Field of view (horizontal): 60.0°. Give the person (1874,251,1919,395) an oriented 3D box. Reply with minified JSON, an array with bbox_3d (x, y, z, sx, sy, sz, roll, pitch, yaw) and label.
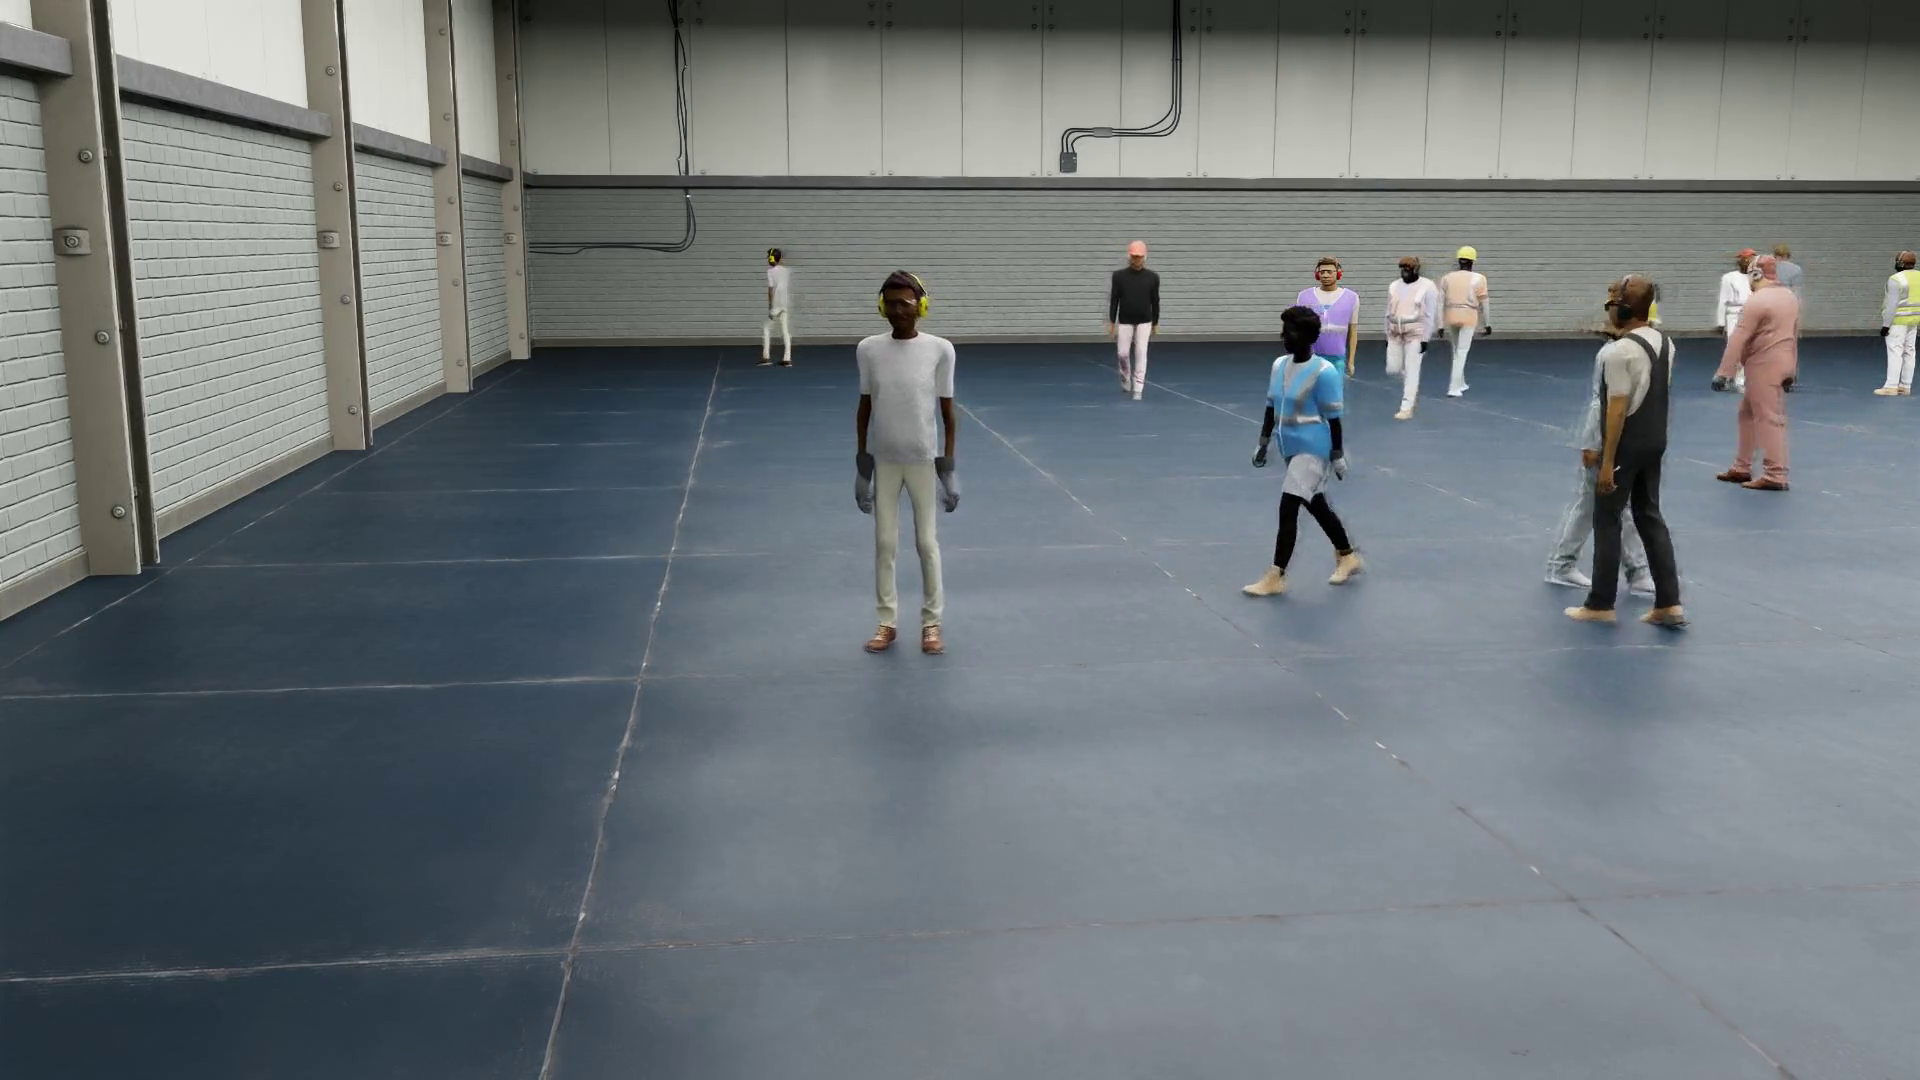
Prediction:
[{"bbox_3d":[12.048,-2.773,21.320,0.620,1.845,0.430,-4,11,-23],"label":"person"}]

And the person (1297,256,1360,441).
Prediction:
[{"bbox_3d":[3.342,-1.661,15.210,0.565,1.846,0.390,3,11,16],"label":"person"}]

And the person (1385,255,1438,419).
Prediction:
[{"bbox_3d":[5.047,-2.270,18.634,0.628,1.826,0.554,10,14,43],"label":"person"}]

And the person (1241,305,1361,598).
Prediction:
[{"bbox_3d":[2.007,-0.519,9.496,0.870,1.649,0.506,-4,11,-21],"label":"person"}]

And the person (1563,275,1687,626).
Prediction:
[{"bbox_3d":[3.511,-0.430,8.595,0.529,1.839,0.699,-7,12,-32],"label":"person"}]

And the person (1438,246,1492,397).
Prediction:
[{"bbox_3d":[6.453,-2.777,21.200,0.594,1.889,0.886,9,14,41],"label":"person"}]

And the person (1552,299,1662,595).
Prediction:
[{"bbox_3d":[3.794,-0.540,9.432,0.823,1.697,0.501,7,12,33],"label":"person"}]

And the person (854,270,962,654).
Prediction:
[{"bbox_3d":[-0.257,-0.373,8.099,0.541,1.869,0.328,2,11,11],"label":"person"}]

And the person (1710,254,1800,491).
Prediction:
[{"bbox_3d":[6.409,-1.354,13.440,0.677,1.869,0.753,-9,14,-40],"label":"person"}]

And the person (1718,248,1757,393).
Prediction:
[{"bbox_3d":[10.150,-2.826,21.534,0.582,1.874,0.409,0,10,1],"label":"person"}]

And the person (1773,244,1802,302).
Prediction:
[{"bbox_3d":[12.666,-3.615,25.775,0.651,1.906,0.843,8,13,36],"label":"person"}]

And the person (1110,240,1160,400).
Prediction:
[{"bbox_3d":[2.190,-2.753,20.823,0.629,1.981,0.648,1,10,5],"label":"person"}]

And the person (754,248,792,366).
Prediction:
[{"bbox_3d":[-2.947,-3.665,26.225,0.776,1.844,0.514,9,13,39],"label":"person"}]
